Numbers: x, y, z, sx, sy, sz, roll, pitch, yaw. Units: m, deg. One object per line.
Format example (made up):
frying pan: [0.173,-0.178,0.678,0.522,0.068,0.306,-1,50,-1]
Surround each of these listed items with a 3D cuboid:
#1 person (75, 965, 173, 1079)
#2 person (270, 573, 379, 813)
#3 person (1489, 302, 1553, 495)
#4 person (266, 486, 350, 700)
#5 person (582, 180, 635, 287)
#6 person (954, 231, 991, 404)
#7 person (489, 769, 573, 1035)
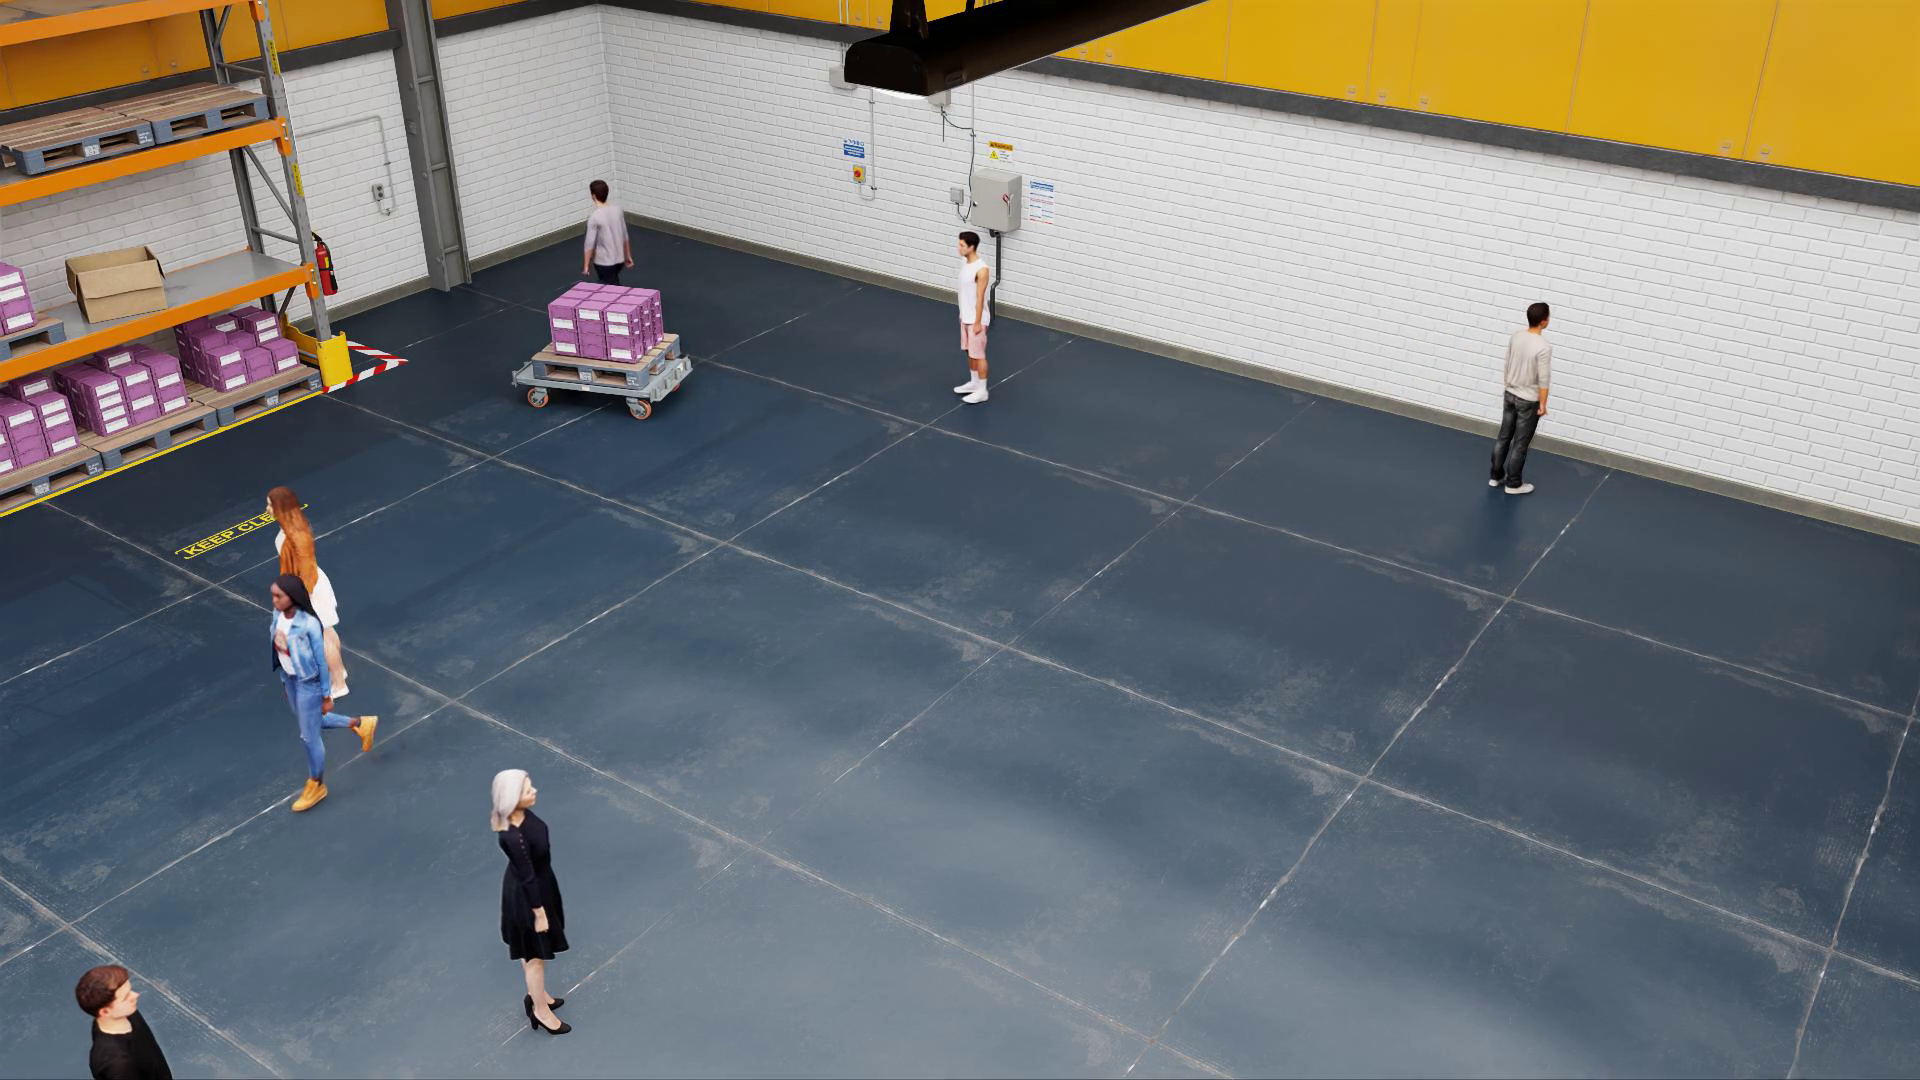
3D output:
person: [-3.775,2.699,7.718,0.750,1.862,0.759,-14,32,-24]
person: [-4.270,0.953,11.098,0.606,1.689,0.997,17,33,29]
person: [5.101,-1.297,15.096,0.702,1.811,0.734,-15,32,-25]
person: [-4.736,0.363,12.153,0.729,1.716,0.706,-12,31,-21]
person: [-3.779,-3.015,18.259,0.787,1.799,1.070,17,33,29]
person: [0.157,-2.282,16.933,0.746,1.781,0.729,-11,31,-19]
person: [-2.359,1.977,9.163,0.739,1.746,0.704,-10,30,-18]
